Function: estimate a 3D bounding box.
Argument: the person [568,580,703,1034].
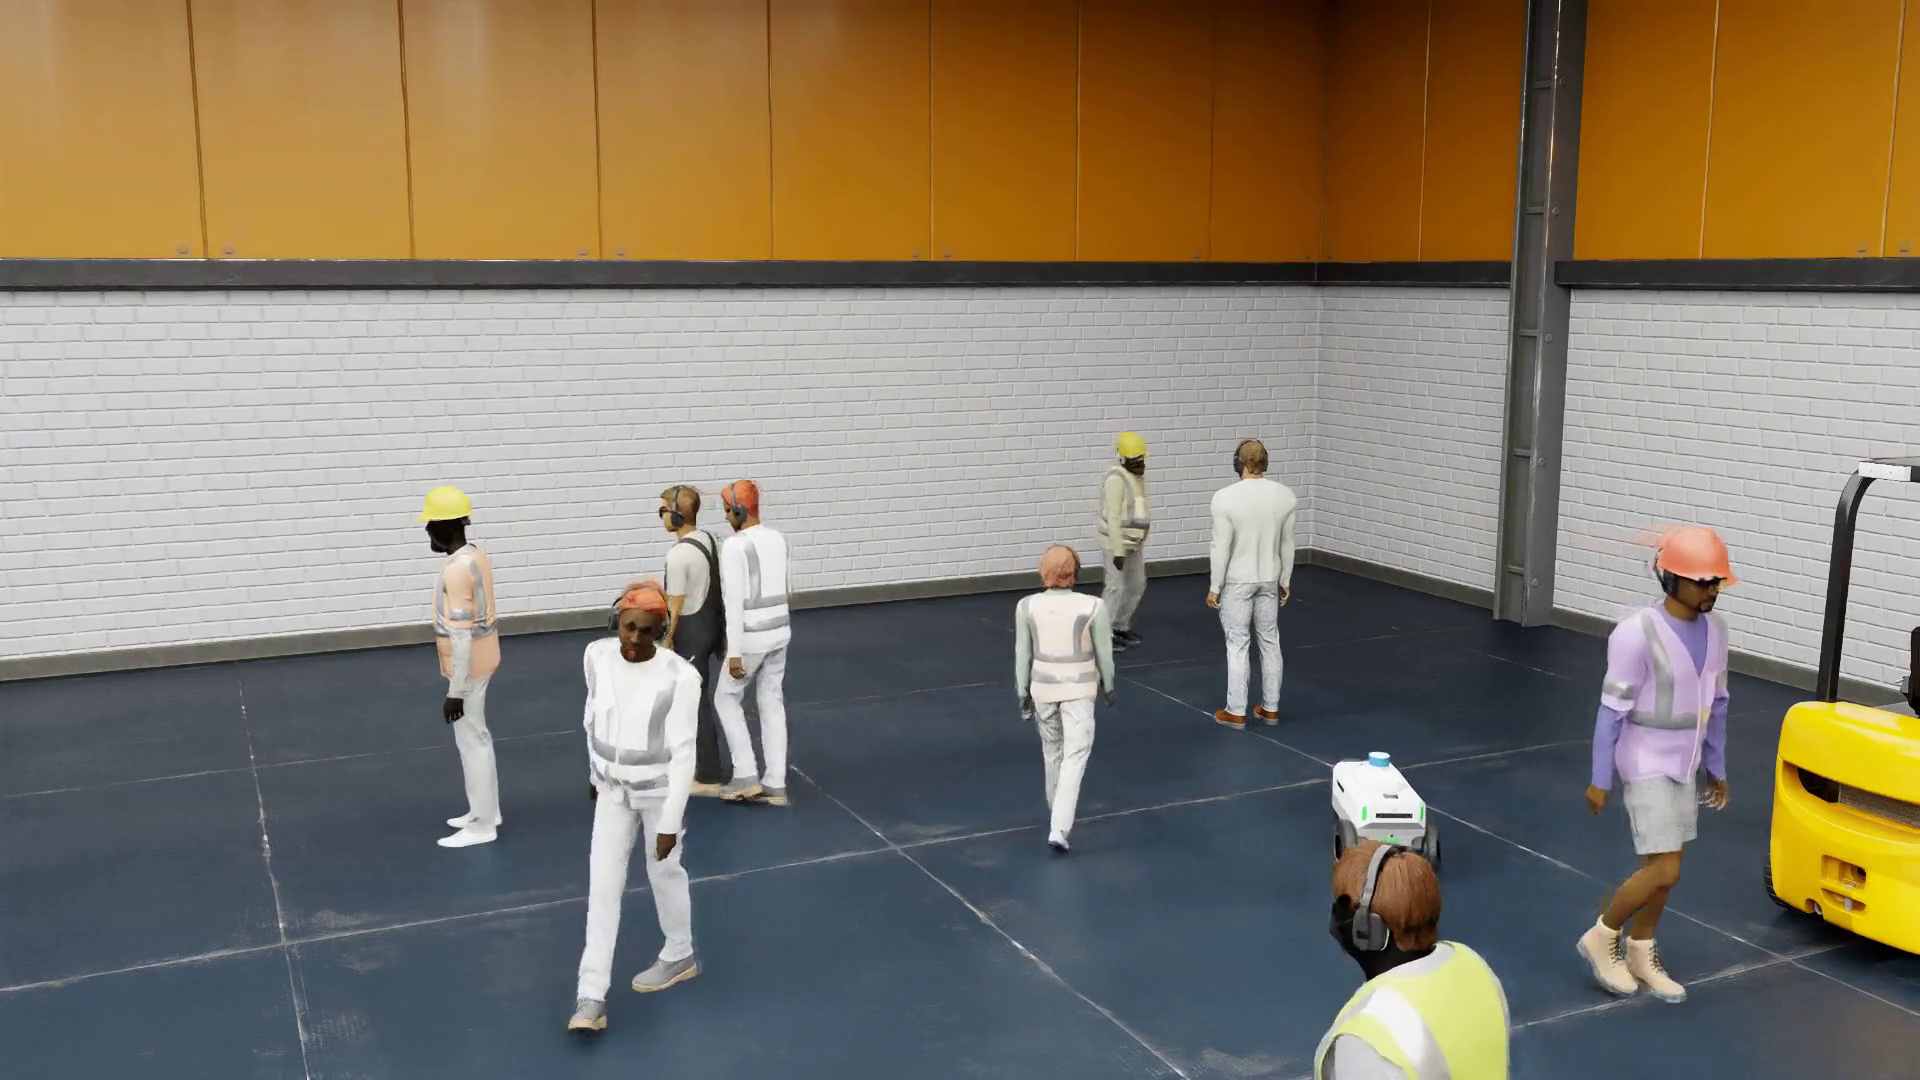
[{"bbox_3d":[-1.335,1.054,6.694,0.653,1.823,0.929,4,10,22],"label":"person"}]

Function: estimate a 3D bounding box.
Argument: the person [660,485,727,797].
[{"bbox_3d":[-1.597,0.587,9.587,0.542,1.825,0.544,2,9,12],"label":"person"}]

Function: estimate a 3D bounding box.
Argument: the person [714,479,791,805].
[{"bbox_3d":[-1.179,0.594,9.497,0.533,1.840,0.605,6,11,32],"label":"person"}]

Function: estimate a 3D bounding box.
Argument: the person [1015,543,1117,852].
[{"bbox_3d":[0.545,0.815,8.842,0.521,1.604,0.782,4,10,24],"label":"person"}]

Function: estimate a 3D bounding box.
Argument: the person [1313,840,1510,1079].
[{"bbox_3d":[0.952,1.550,3.741,0.985,1.783,0.626,9,12,43],"label":"person"}]

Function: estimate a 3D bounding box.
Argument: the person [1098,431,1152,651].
[{"bbox_3d":[1.300,0.015,13.247,0.520,1.790,0.613,5,11,31],"label":"person"}]

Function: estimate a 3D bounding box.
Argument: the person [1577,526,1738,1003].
[{"bbox_3d":[2.908,0.932,6.823,0.624,2.022,0.485,-6,11,-31],"label":"person"}]

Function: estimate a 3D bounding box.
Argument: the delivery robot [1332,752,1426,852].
[{"bbox_3d":[2.153,1.338,8.575,0.477,0.478,0.707,0,9,1],"label":"delivery robot"}]

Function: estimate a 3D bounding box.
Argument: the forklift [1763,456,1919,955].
[{"bbox_3d":[4.857,0.731,7.561,2.313,2.155,1.214,-4,10,-25],"label":"forklift"}]

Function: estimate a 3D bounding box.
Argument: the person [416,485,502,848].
[{"bbox_3d":[-2.636,0.666,8.802,0.388,1.925,0.604,-2,9,-10],"label":"person"}]

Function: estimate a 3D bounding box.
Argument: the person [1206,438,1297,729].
[{"bbox_3d":[1.934,0.291,11.081,0.635,1.936,0.354,-3,10,-20],"label":"person"}]
